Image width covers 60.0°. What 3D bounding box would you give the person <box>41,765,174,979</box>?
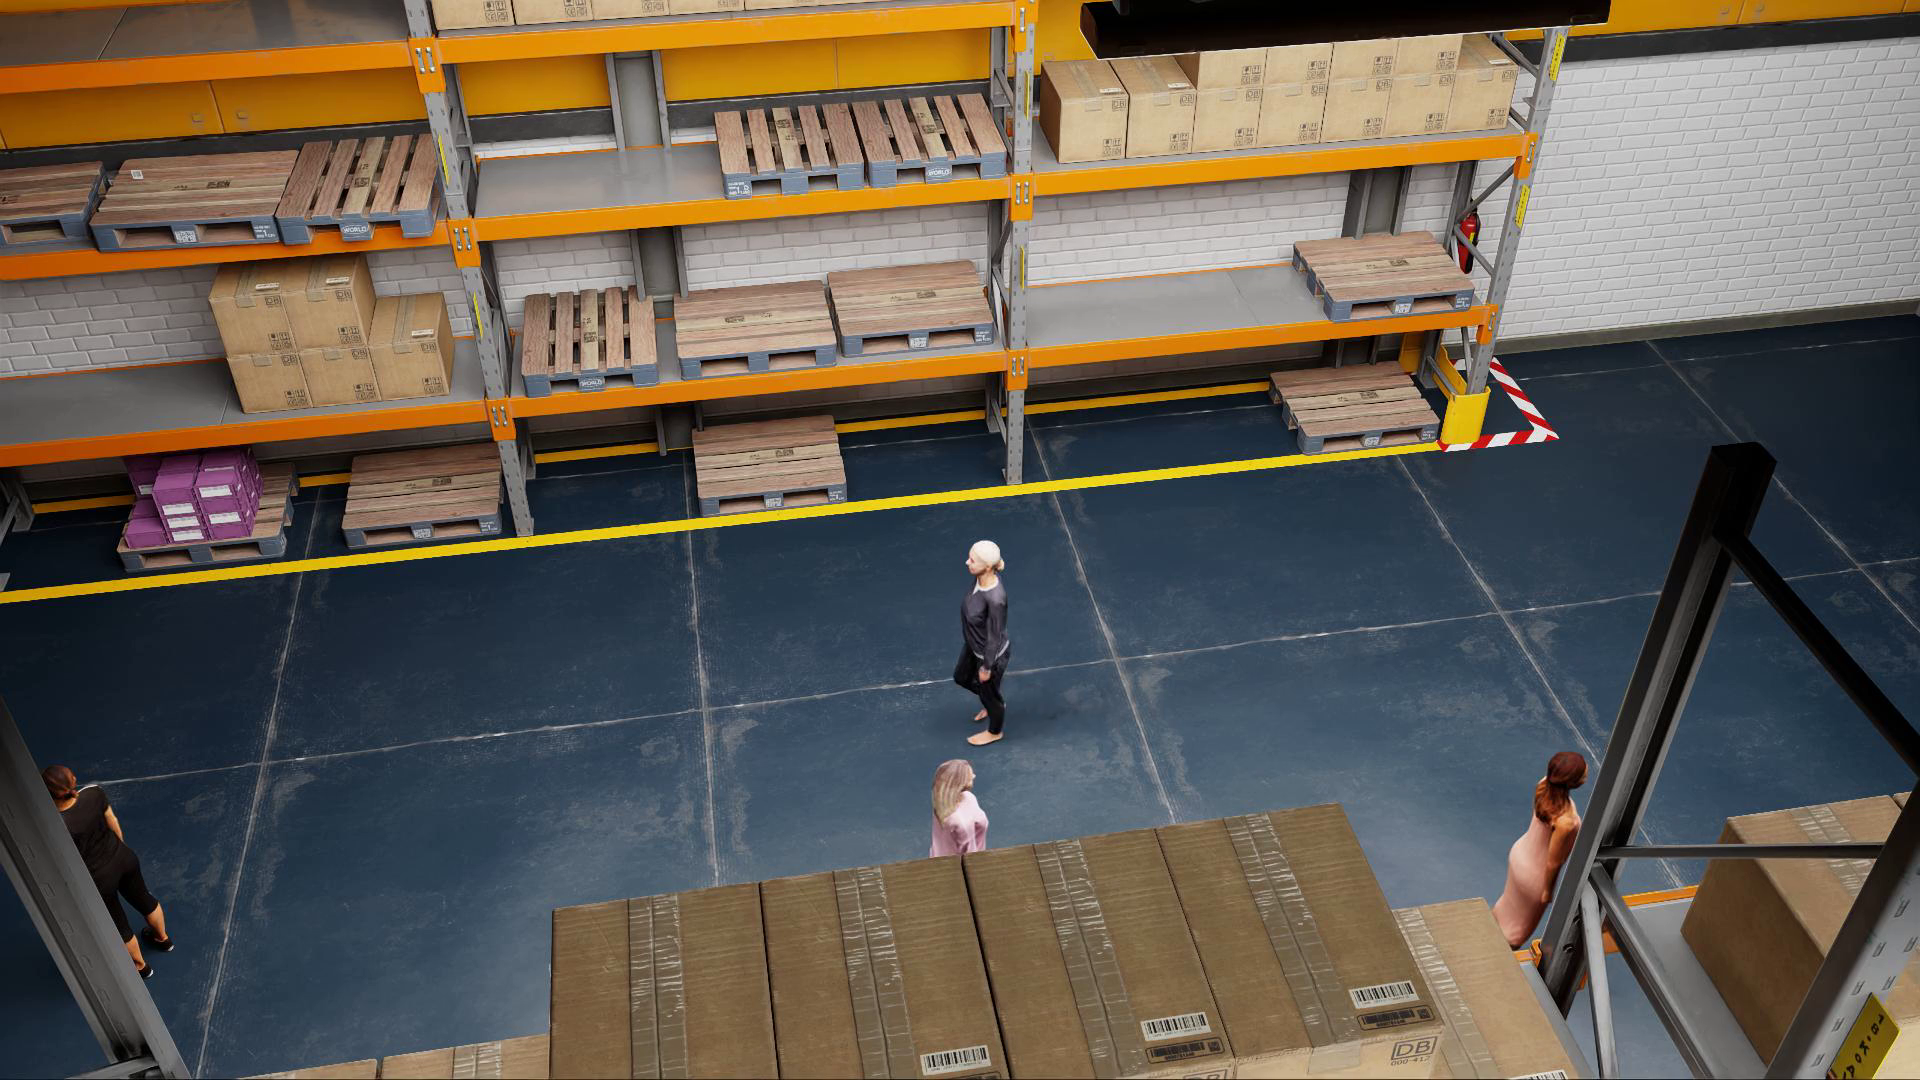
[{"bbox_3d":[-4.934,1.891,9.576,0.674,1.669,0.663,12,40,15],"label":"person"}]

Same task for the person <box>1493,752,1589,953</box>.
[{"bbox_3d":[3.264,1.866,9.478,0.564,1.831,0.610,0,39,0],"label":"person"}]

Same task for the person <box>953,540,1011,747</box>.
[{"bbox_3d":[0.255,0.684,11.049,0.626,1.717,0.641,-11,40,-13],"label":"person"}]

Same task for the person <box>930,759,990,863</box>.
[{"bbox_3d":[-0.030,1.869,9.589,0.610,1.688,0.649,-15,41,-18],"label":"person"}]
